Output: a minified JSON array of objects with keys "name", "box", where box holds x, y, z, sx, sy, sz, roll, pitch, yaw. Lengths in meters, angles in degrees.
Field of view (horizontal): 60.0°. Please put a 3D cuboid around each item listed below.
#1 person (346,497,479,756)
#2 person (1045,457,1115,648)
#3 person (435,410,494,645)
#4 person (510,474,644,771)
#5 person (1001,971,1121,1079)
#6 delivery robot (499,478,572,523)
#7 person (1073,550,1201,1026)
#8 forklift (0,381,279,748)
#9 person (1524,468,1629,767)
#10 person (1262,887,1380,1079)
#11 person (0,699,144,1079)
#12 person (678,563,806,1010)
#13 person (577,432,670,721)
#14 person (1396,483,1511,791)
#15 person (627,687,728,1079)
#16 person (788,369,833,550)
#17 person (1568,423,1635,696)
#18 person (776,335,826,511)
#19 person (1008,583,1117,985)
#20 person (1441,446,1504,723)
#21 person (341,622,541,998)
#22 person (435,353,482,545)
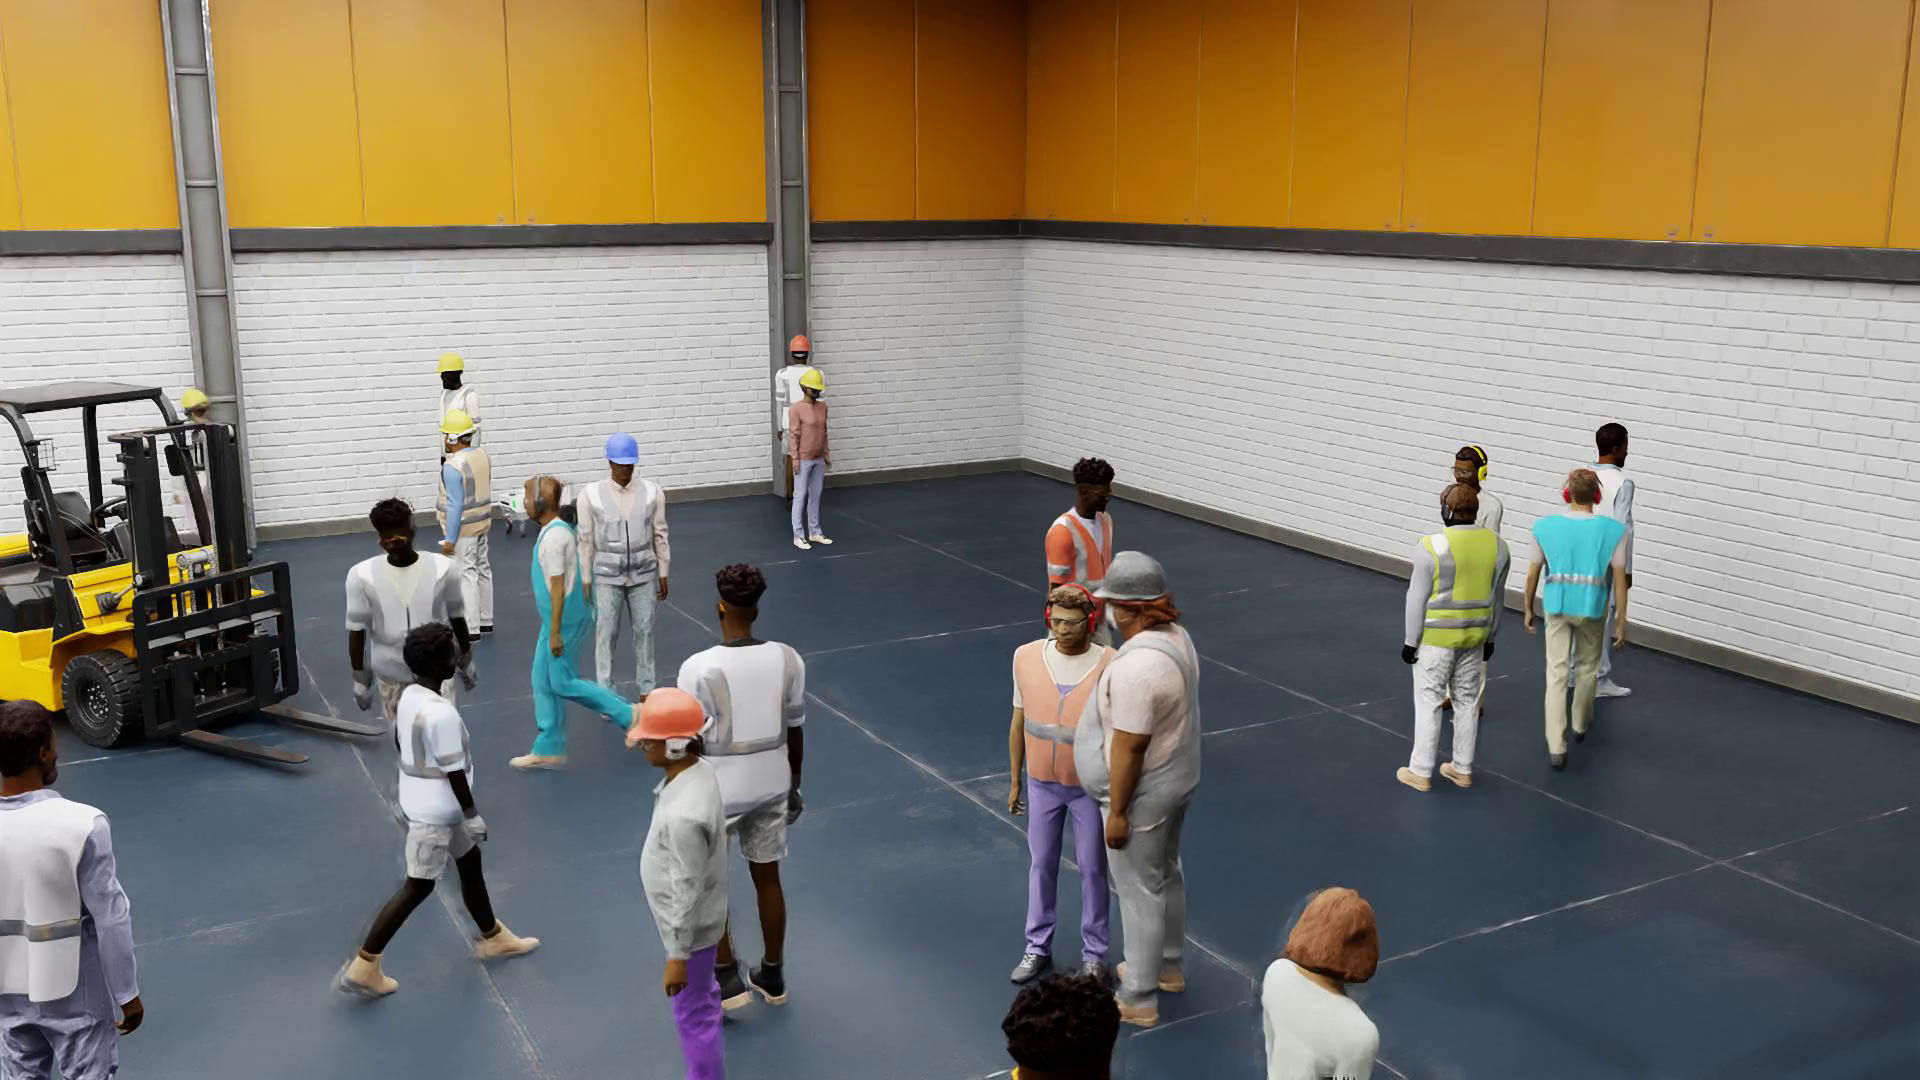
[{"name":"person","box":[-2.996,0.680,9.137,0.665,1.893,1.026,-4,13,-17]},{"name":"person","box":[0.743,0.457,10.045,0.391,1.955,0.620,10,15,38]},{"name":"person","box":[-3.848,-0.098,12.908,0.403,1.834,0.588,2,12,10]},{"name":"person","box":[-2.377,0.496,10.163,0.771,1.802,0.576,-3,12,-15]},{"name":"person","box":[0.221,1.840,3.580,0.769,1.928,0.620,-6,13,-25]},{"name":"delivery robot","box":[-4.366,-0.396,17.104,0.707,0.478,0.477,-11,17,-43]},{"name":"person","box":[0.753,1.029,7.140,0.541,2.000,0.687,5,13,23]},{"name":"forklift","box":[-5.853,0.085,11.199,2.313,2.155,1.214,7,14,28]},{"name":"person","box":[3.826,0.458,10.353,0.600,1.806,0.930,5,13,21]},{"name":"person","box":[0.968,1.757,4.787,0.851,1.595,0.520,-6,13,-26]},{"name":"person","box":[-2.985,1.451,5.443,0.593,1.922,0.391,1,12,4]},{"name":"person","box":[-0.941,1.073,7.158,0.647,1.939,0.461,-9,15,-37]},{"name":"person","box":[-2.237,0.239,11.099,0.615,1.939,0.418,-5,13,-23]},{"name":"person","box":[2.893,0.573,9.786,0.640,1.830,0.429,-4,13,-18]},{"name":"person","box":[-1.028,1.386,6.146,0.341,1.750,0.567,-1,12,-6]},{"name":"person","box":[-1.463,-0.798,16.364,0.318,1.764,0.522,9,15,36]},{"name":"person","box":[4.460,0.134,11.619,0.391,1.920,0.587,-4,13,-20]},{"name":"person","box":[-1.740,-1.273,18.211,0.539,1.929,0.386,-2,12,-7]},{"name":"person","box":[0.489,1.081,7.362,0.565,1.843,0.389,4,13,19]},{"name":"person","box":[3.347,0.293,11.040,0.333,1.855,0.510,-6,13,-25]},{"name":"person","box":[-2.357,1.176,7.359,0.873,1.663,0.533,-6,14,-27]},{"name":"person","box":[-4.923,-0.874,16.326,0.589,1.927,0.368,10,15,38]}]
